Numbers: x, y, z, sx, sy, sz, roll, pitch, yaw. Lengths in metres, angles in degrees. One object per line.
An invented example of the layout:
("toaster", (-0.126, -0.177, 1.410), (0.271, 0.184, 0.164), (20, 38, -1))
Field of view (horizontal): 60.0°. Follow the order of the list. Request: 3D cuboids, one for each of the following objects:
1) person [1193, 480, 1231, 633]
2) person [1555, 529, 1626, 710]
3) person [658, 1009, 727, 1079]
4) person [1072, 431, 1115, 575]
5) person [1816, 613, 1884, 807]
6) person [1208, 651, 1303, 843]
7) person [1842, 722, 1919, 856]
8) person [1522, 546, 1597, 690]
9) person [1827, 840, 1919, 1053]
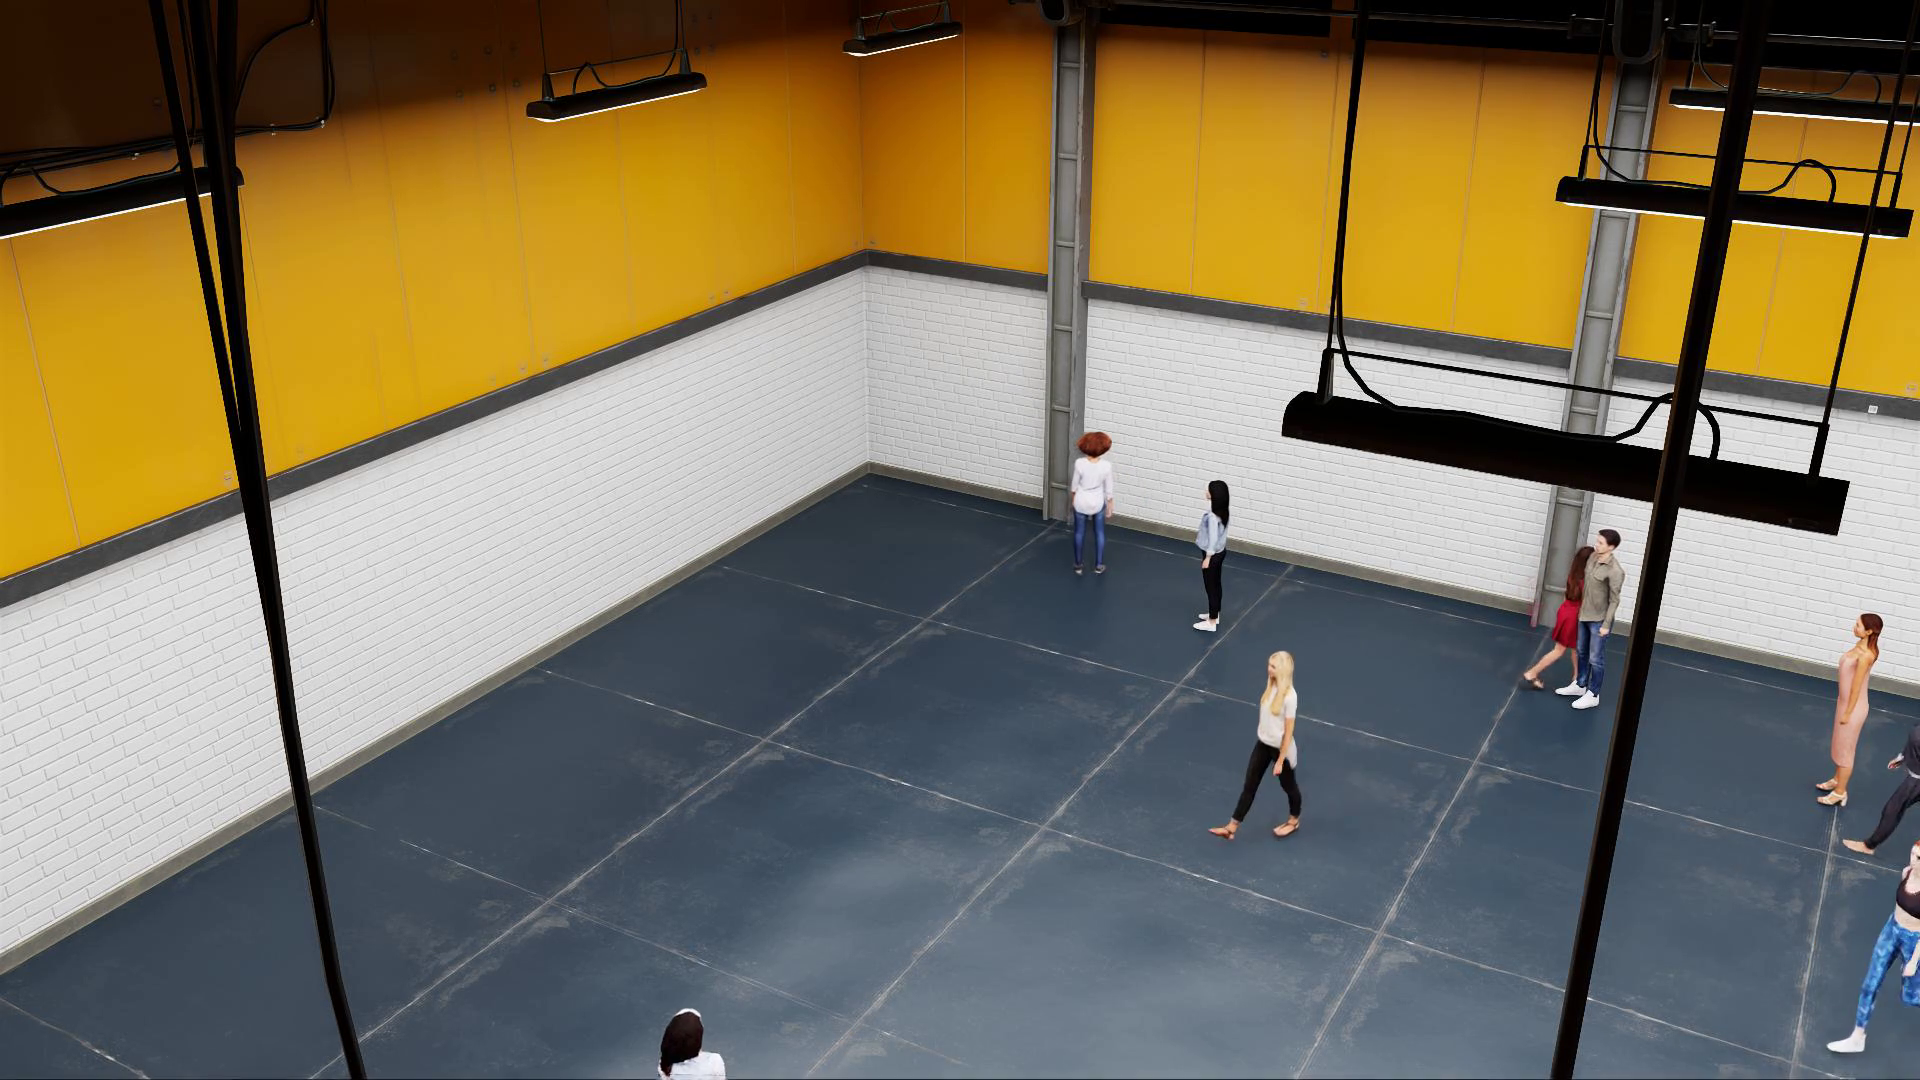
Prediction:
("person", (2.718, 0.155, 17.831), (0.579, 1.711, 0.619), (10, 25, 21))
("person", (6.234, 0.752, 16.270), (0.827, 1.866, 0.782), (-5, 24, -11))
("person", (-1.544, 3.598, 9.836), (0.967, 1.806, 0.958), (1, 24, 2))
("person", (1.493, -0.420, 19.161), (0.641, 1.699, 0.788), (3, 24, 7))
("person", (7.863, 1.479, 14.652), (0.553, 1.831, 0.600), (9, 25, 20))
("person", (2.760, 1.760, 14.065), (1.104, 1.785, 1.145), (-11, 26, -23))
("person", (8.068, 1.949, 13.759), (1.127, 1.684, 0.696), (10, 25, 21))
("person", (6.047, 0.797, 16.588), (1.089, 1.529, 0.886), (-1, 24, -1))
("person", (6.662, 2.861, 11.579), (1.153, 1.760, 1.027), (-4, 24, -8))
